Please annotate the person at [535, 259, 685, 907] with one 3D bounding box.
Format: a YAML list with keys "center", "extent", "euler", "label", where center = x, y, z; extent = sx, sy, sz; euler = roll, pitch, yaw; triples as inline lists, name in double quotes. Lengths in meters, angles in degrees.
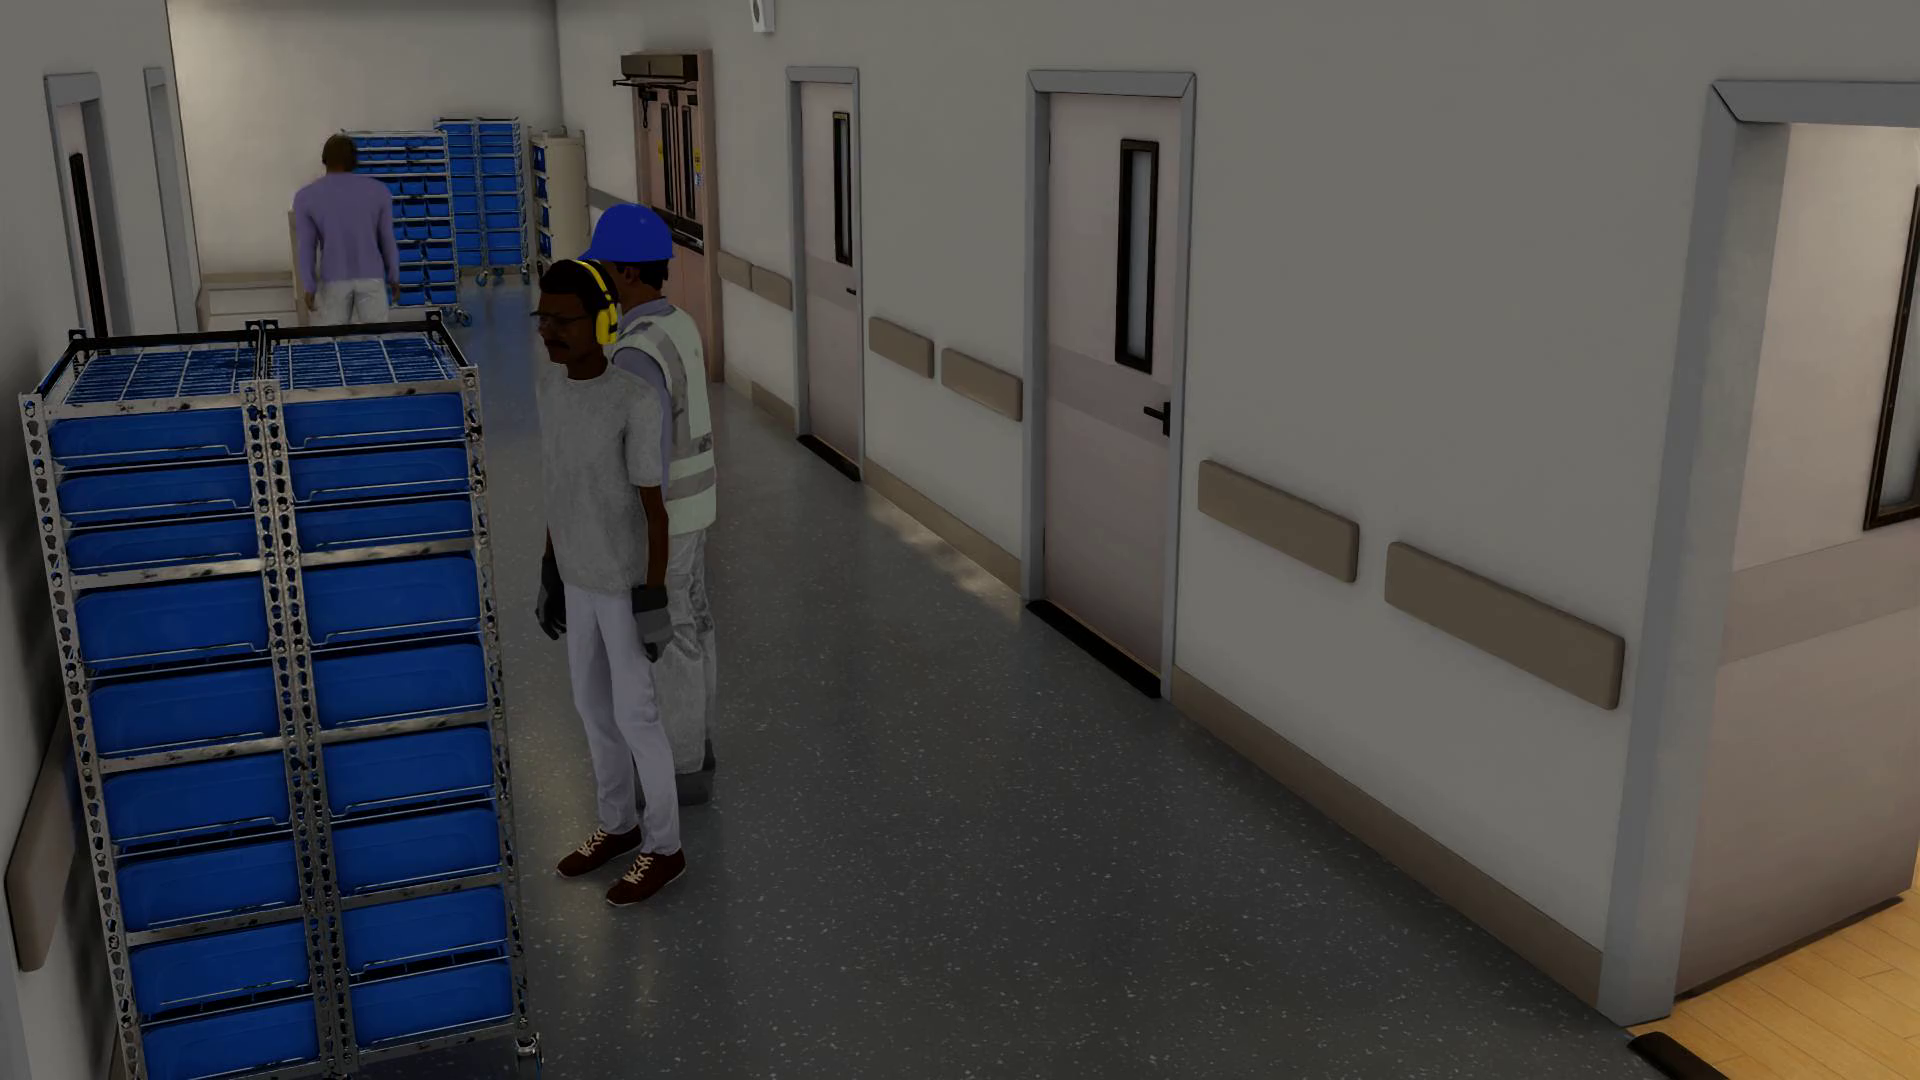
- center: [-1.011, 0.130, 4.738]
  extent: [0.503, 1.864, 0.334]
  euler: [14, 21, 40]
  label: "person"

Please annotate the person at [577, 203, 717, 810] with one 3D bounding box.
- center: [-0.976, -0.090, 5.335]
  extent: [0.402, 1.949, 0.605]
  euler: [1, 16, 2]
  label: "person"

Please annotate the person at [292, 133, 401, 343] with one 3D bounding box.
- center: [-4.058, -1.730, 11.078]
  extent: [0.645, 1.914, 0.813]
  euler: [-7, 17, -22]
  label: "person"
